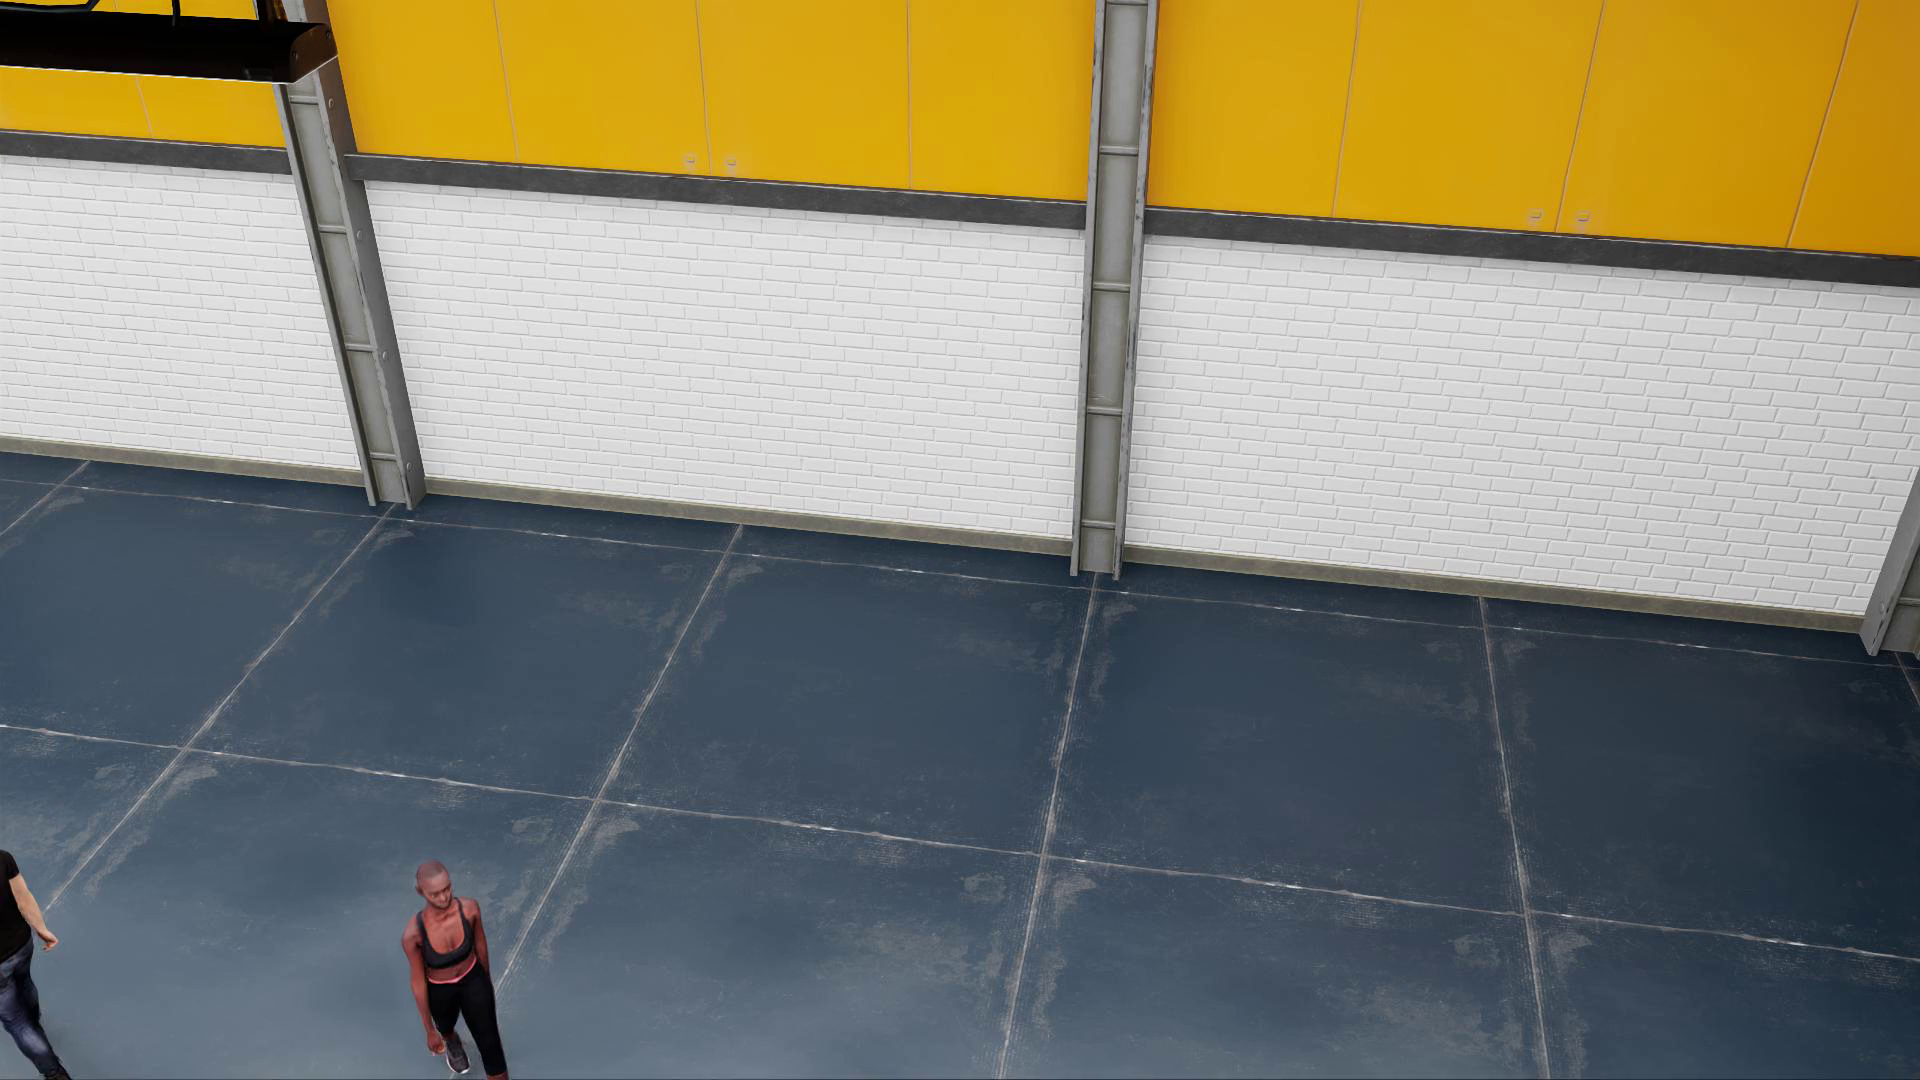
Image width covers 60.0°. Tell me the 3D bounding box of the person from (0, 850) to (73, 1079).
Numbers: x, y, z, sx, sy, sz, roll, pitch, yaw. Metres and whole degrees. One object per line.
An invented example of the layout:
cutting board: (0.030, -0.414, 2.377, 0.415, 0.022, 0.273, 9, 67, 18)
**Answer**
person: (-4.994, 2.212, 8.690, 1.230, 1.862, 0.985, 20, 38, 27)

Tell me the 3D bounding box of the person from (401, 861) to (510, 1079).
person: (-2.673, 2.309, 8.681, 1.150, 1.711, 1.186, -20, 39, -27)
